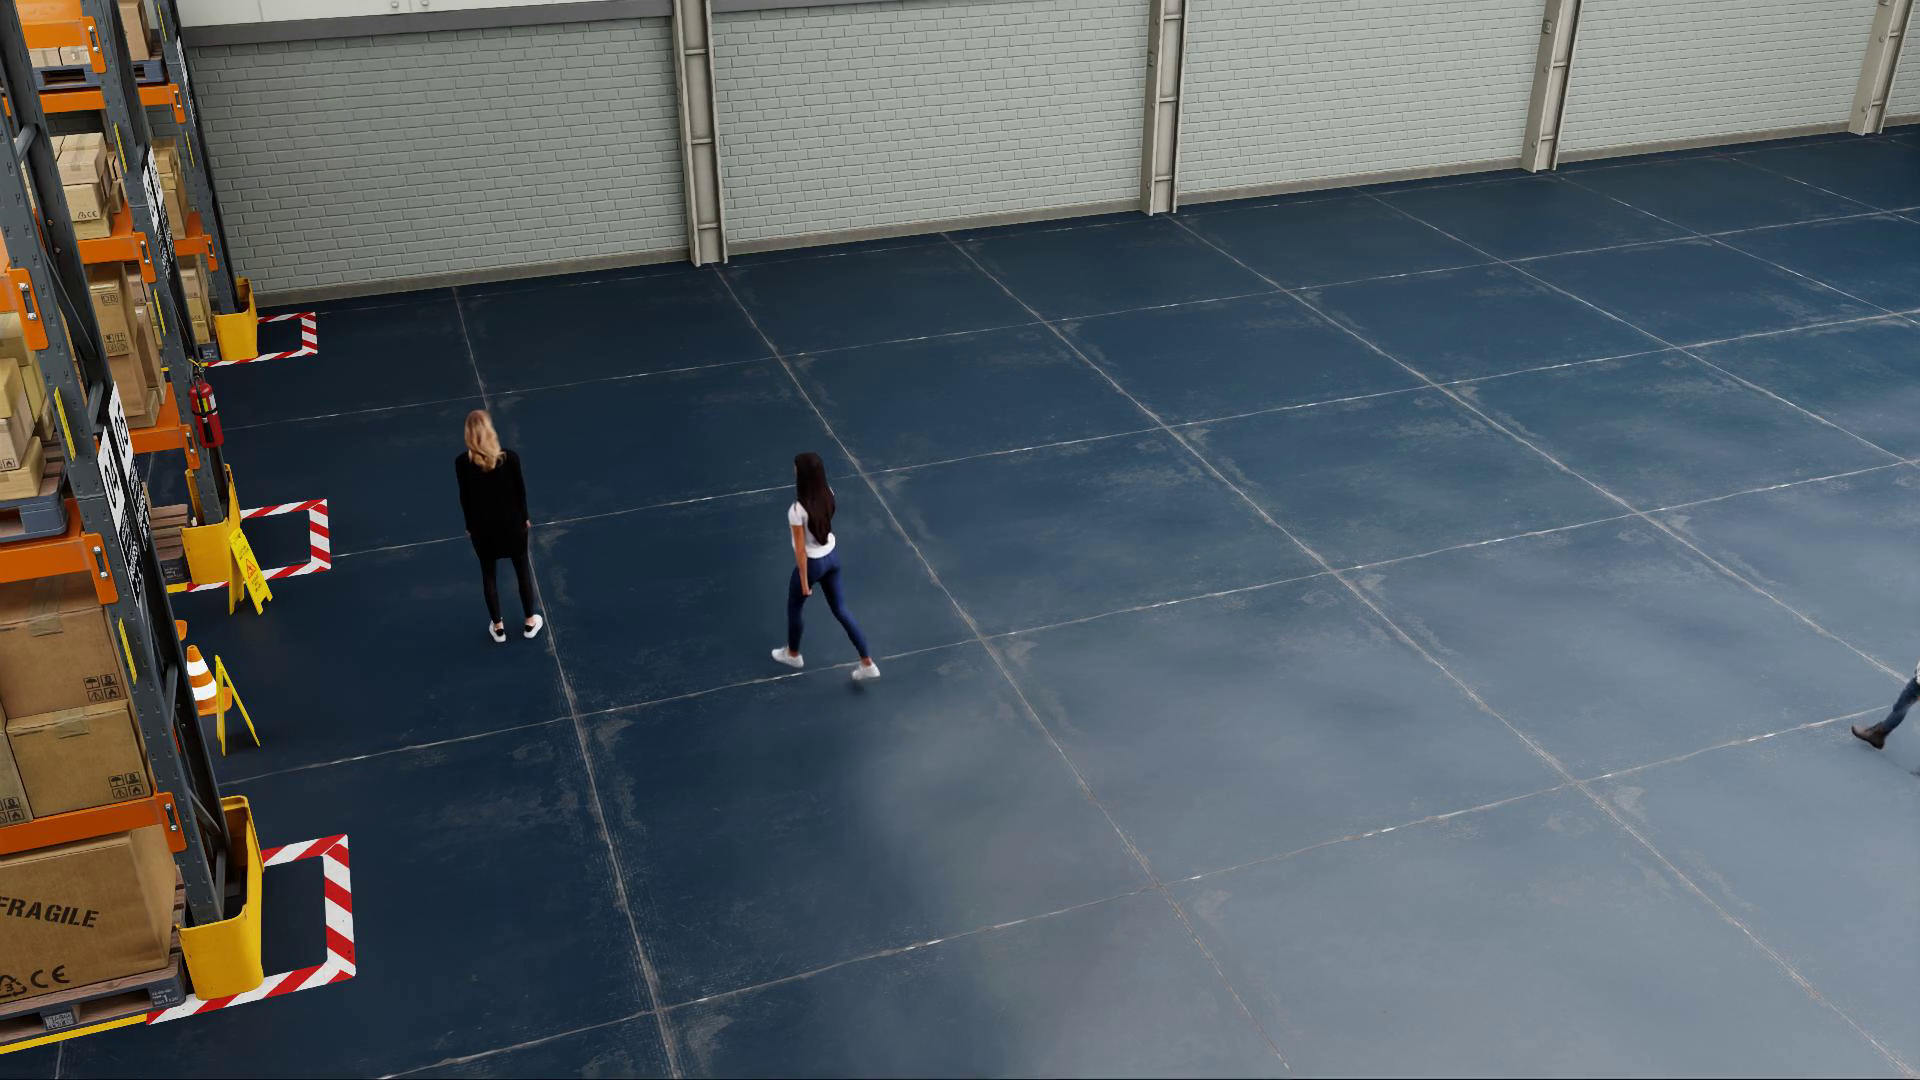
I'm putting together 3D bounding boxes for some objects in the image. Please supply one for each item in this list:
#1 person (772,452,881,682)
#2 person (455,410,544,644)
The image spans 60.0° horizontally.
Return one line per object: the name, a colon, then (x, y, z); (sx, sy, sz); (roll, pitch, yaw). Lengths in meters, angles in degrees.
person: (-0.903, 0.226, 11.489); (1.066, 1.736, 1.145); (20, 34, 33)
person: (-3.346, -0.096, 12.025); (0.480, 1.800, 0.687); (-6, 29, -11)
